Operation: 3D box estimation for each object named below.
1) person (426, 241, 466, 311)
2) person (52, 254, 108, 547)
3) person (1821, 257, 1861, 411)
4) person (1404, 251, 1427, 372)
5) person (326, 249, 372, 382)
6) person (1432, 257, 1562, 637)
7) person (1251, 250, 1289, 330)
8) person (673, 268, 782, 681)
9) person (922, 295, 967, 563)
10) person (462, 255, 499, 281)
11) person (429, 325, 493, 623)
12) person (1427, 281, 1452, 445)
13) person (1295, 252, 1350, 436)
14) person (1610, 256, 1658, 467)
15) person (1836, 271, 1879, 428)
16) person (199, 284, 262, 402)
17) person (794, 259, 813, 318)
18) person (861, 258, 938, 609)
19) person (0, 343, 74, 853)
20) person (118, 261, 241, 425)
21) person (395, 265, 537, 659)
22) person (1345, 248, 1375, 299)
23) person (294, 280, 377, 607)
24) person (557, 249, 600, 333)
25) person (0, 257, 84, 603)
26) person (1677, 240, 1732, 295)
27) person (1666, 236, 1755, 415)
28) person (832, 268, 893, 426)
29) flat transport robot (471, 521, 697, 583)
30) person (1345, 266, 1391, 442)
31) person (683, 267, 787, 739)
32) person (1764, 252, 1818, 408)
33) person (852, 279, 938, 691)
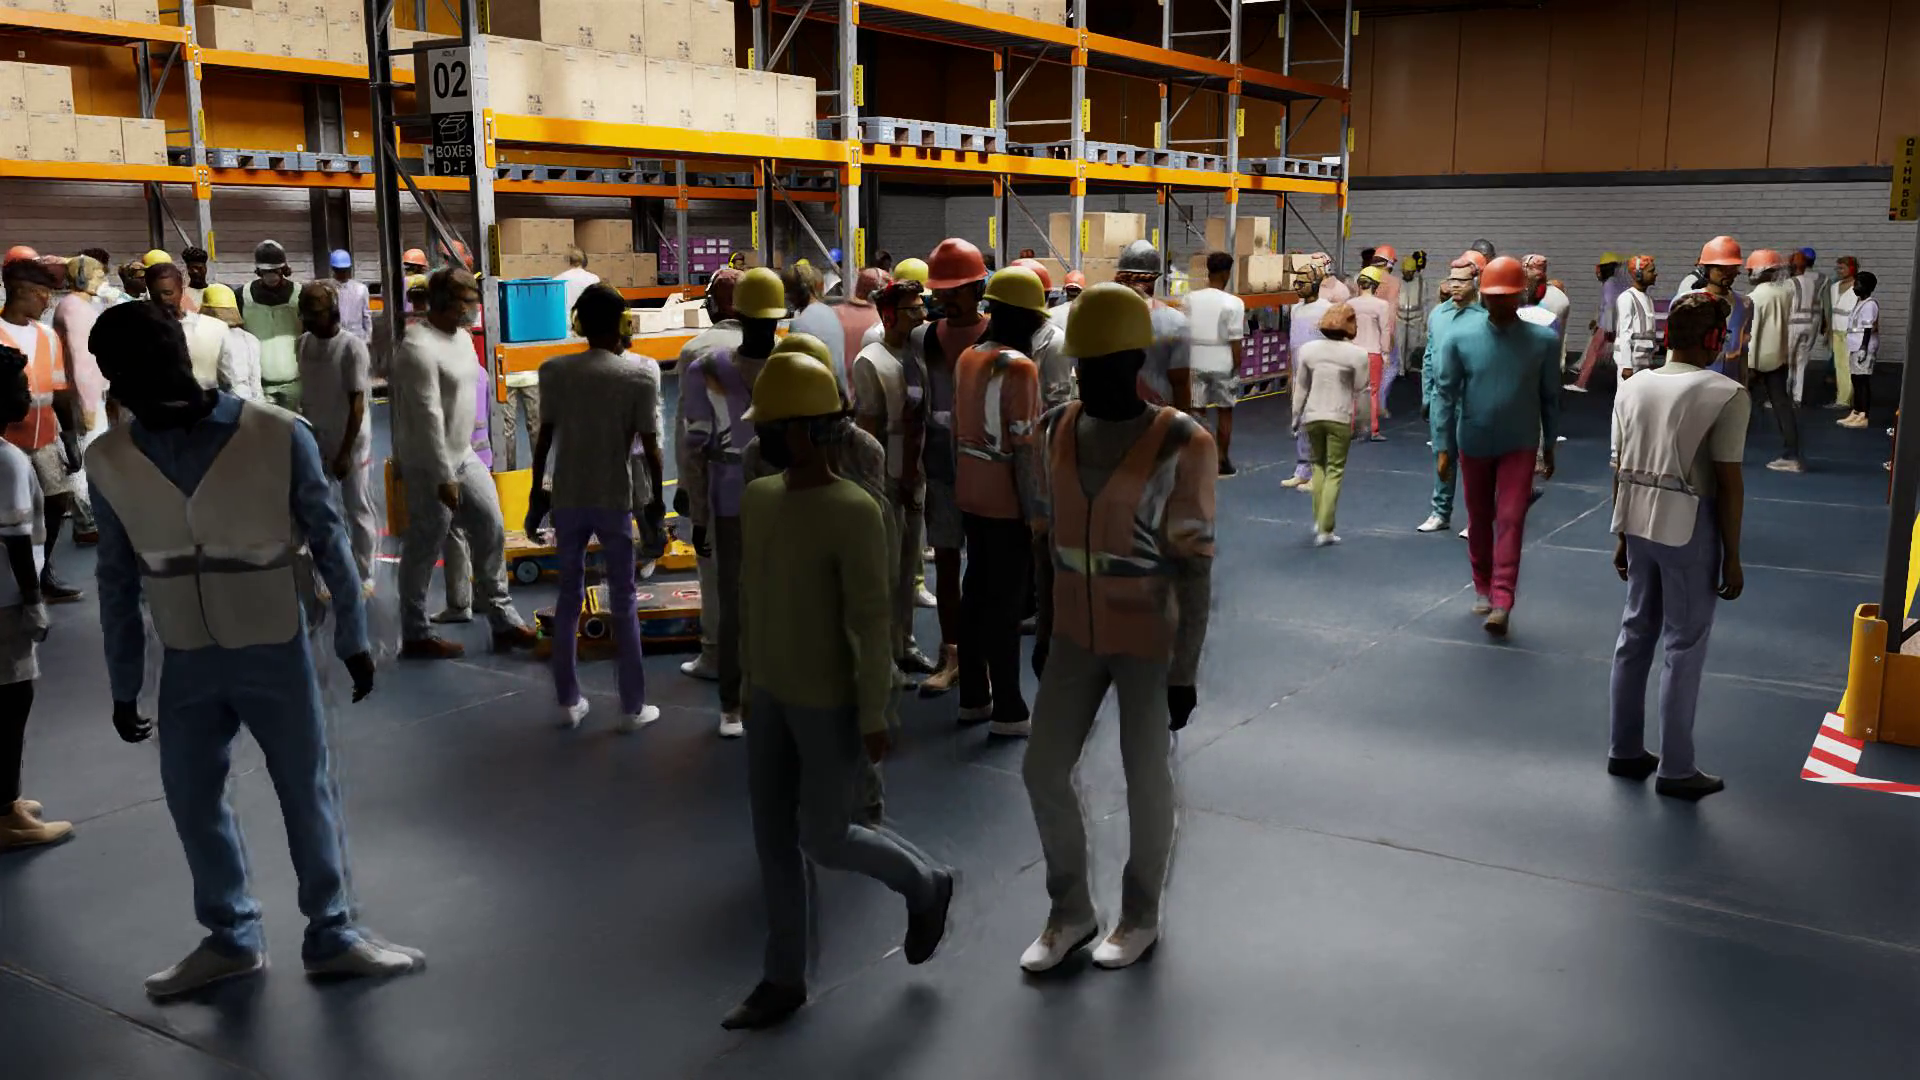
[{"bbox_3d":[-6.330,-2.705,20.726,0.715,2.002,0.547,3,11,19],"label":"person"},{"bbox_3d":[-5.804,-0.921,11.046,0.377,1.931,0.638,-6,12,-30],"label":"person"},{"bbox_3d":[10.544,-2.438,19.816,0.550,1.823,0.580,-2,10,-11],"label":"person"},{"bbox_3d":[6.985,-3.508,25.583,0.335,1.858,0.522,0,10,0],"label":"person"},{"bbox_3d":[-6.624,-2.147,17.852,0.616,1.932,0.538,-6,12,-31],"label":"person"},{"bbox_3d":[2.789,-0.494,8.678,0.629,1.931,1.040,4,11,19],"label":"person"},{"bbox_3d":[4.686,-3.498,25.469,0.983,1.872,0.558,-8,13,-36],"label":"person"},{"bbox_3d":[-1.054,-0.302,7.714,0.403,1.897,0.654,10,14,44],"label":"person"},{"bbox_3d":[-0.110,-0.724,10.666,0.349,1.674,0.769,5,11,24],"label":"person"},{"bbox_3d":[-5.496,-2.332,19.090,0.625,1.855,0.437,-5,11,-26],"label":"person"},{"bbox_3d":[-2.654,-0.379,8.871,0.313,1.630,0.528,3,11,14],"label":"person"},{"bbox_3d":[4.754,-1.698,16.161,0.311,1.636,0.523,0,10,1],"label":"person"},{"bbox_3d":[3.668,-1.982,17.024,0.395,1.899,0.642,-8,13,-37],"label":"person"},{"bbox_3d":[6.028,-1.584,14.843,0.355,1.885,0.575,8,13,38],"label":"person"},{"bbox_3d":[9.758,-2.058,18.012,0.319,1.690,0.531,3,11,15],"label":"person"},{"bbox_3d":[-4.717,-0.774,10.740,0.307,1.745,0.484,5,11,26],"label":"person"},{"bbox_3d":[-2.315,-3.281,24.635,0.314,1.743,0.493,-1,10,-8],"label":"person"},{"bbox_3d":[-0.273,-0.549,8.995,0.375,1.922,0.594,9,14,41],"label":"person"},{"bbox_3d":[-3.221,0.189,5.569,0.538,1.684,0.335,10,14,44],"label":"person"},{"bbox_3d":[-4.334,-0.587,9.259,0.630,1.900,0.472,-2,11,-14],"label":"person"},{"bbox_3d":[-2.355,-0.341,7.910,0.828,1.899,0.651,2,10,10],"label":"person"},{"bbox_3d":[5.397,-2.917,22.162,0.629,1.912,1.025,4,11,22],"label":"person"},{"bbox_3d":[-3.424,-0.489,9.001,0.561,1.801,0.694,4,11,19],"label":"person"},{"bbox_3d":[-4.752,-2.708,21.019,0.656,1.896,0.957,2,10,12],"label":"person"},{"bbox_3d":[-5.093,-0.546,8.965,0.394,1.946,0.690,4,11,21],"label":"person"},{"bbox_3d":[7.697,-2.070,17.101,0.682,2.000,0.535,-6,12,-31],"label":"person"},{"bbox_3d":[5.023,-0.996,11.139,0.605,2.045,0.378,-2,10,-9],"label":"person"},{"bbox_3d":[-0.681,-0.889,11.110,0.636,1.839,0.889,1,10,3],"label":"person"},{"bbox_3d":[-2.378,0.064,10.179,1.431,0.197,0.652,-5,11,-23],"label":"flat transport robot"},{"bbox_3d":[4.087,-1.864,16.744,0.523,1.760,0.324,9,13,39],"label":"person"},{"bbox_3d":[-0.815,-0.139,6.759,0.596,1.914,0.409,-3,11,-16],"label":"person"},{"bbox_3d":[10.047,-2.518,20.047,0.588,1.878,0.371,-6,12,-31],"label":"person"},{"bbox_3d":[-0.294,-0.260,7.598,0.390,1.850,0.565,5,11,24],"label":"person"}]
